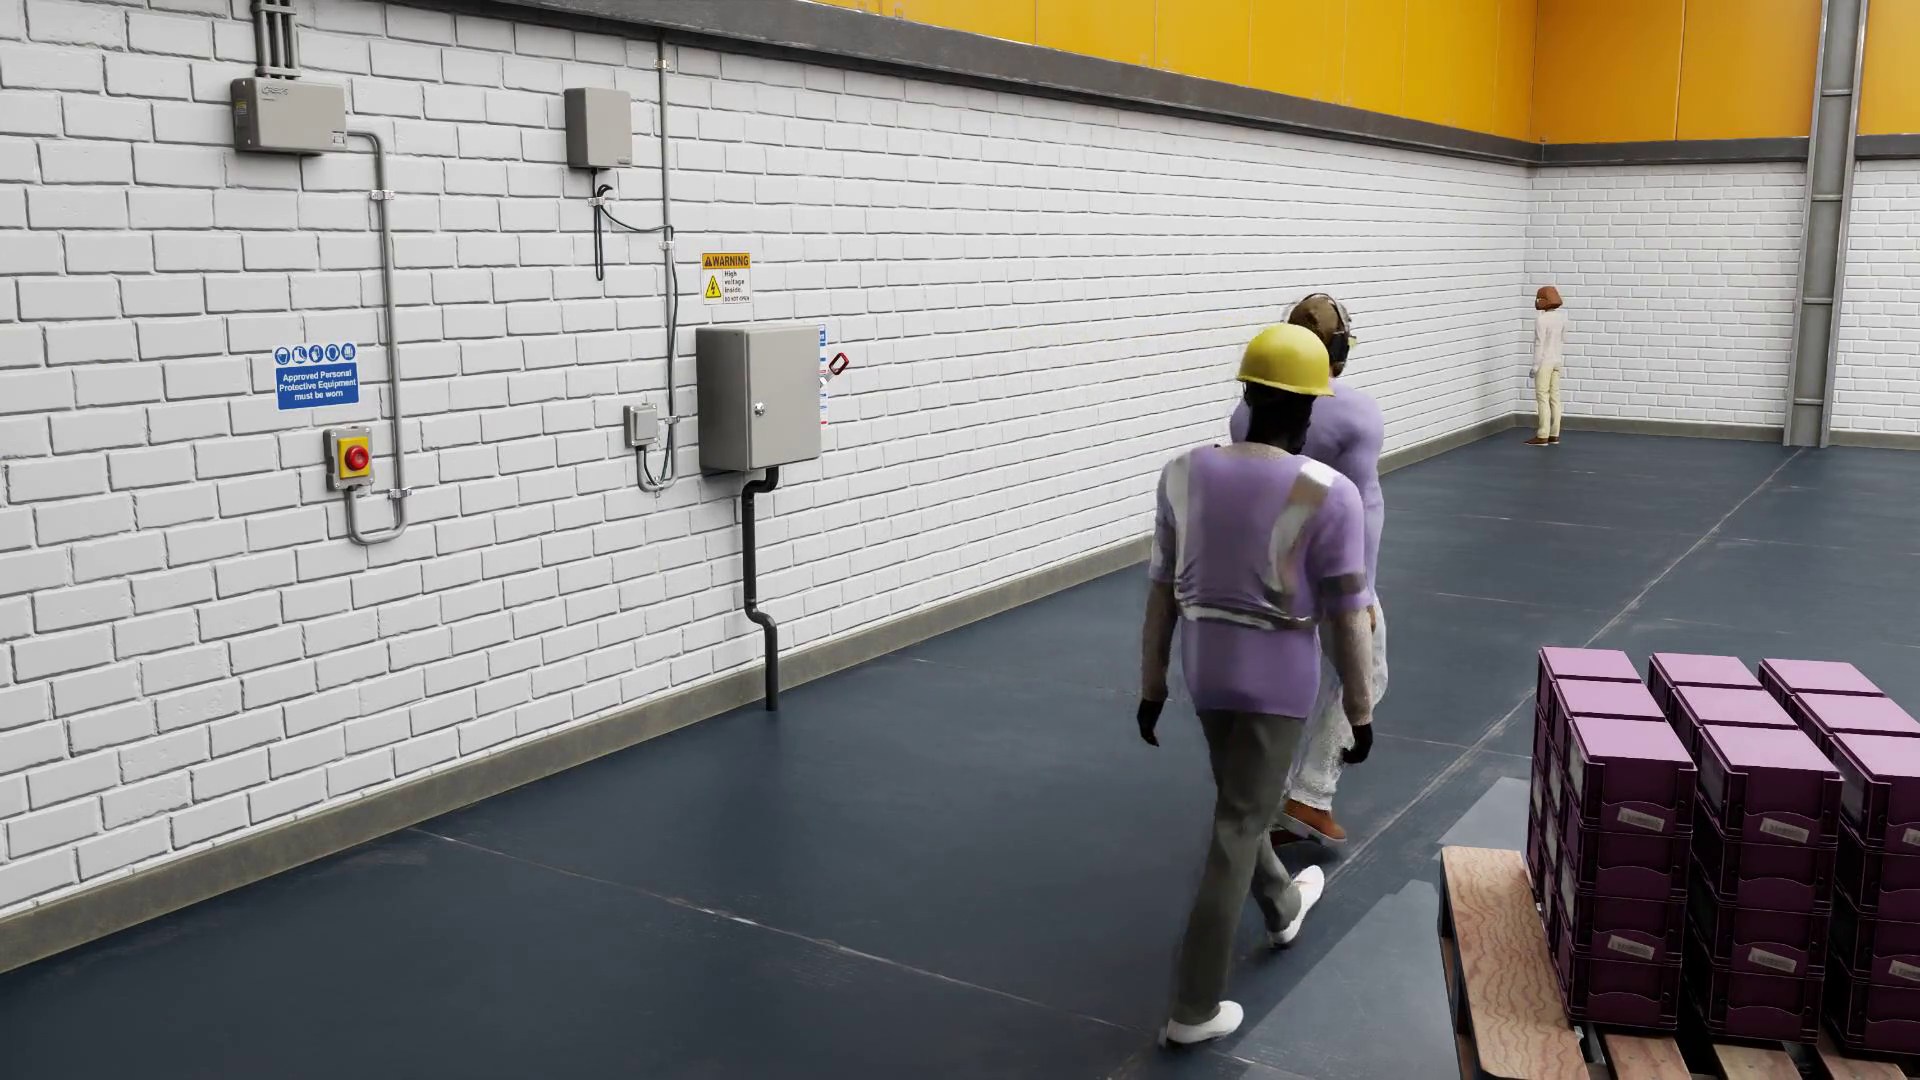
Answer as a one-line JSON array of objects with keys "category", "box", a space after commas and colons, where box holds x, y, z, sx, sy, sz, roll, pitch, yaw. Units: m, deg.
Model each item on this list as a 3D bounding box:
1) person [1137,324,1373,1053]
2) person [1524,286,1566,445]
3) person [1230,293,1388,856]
[{"category": "person", "box": [0.850, 0.366, 4.498, 0.604, 1.869, 1.002, 9, 14, 42]}, {"category": "person", "box": [6.029, -1.788, 17.107, 0.507, 1.631, 0.267, -9, 13, -40]}, {"category": "person", "box": [1.185, 0.135, 5.637, 0.449, 1.922, 0.666, -8, 13, -37]}]
